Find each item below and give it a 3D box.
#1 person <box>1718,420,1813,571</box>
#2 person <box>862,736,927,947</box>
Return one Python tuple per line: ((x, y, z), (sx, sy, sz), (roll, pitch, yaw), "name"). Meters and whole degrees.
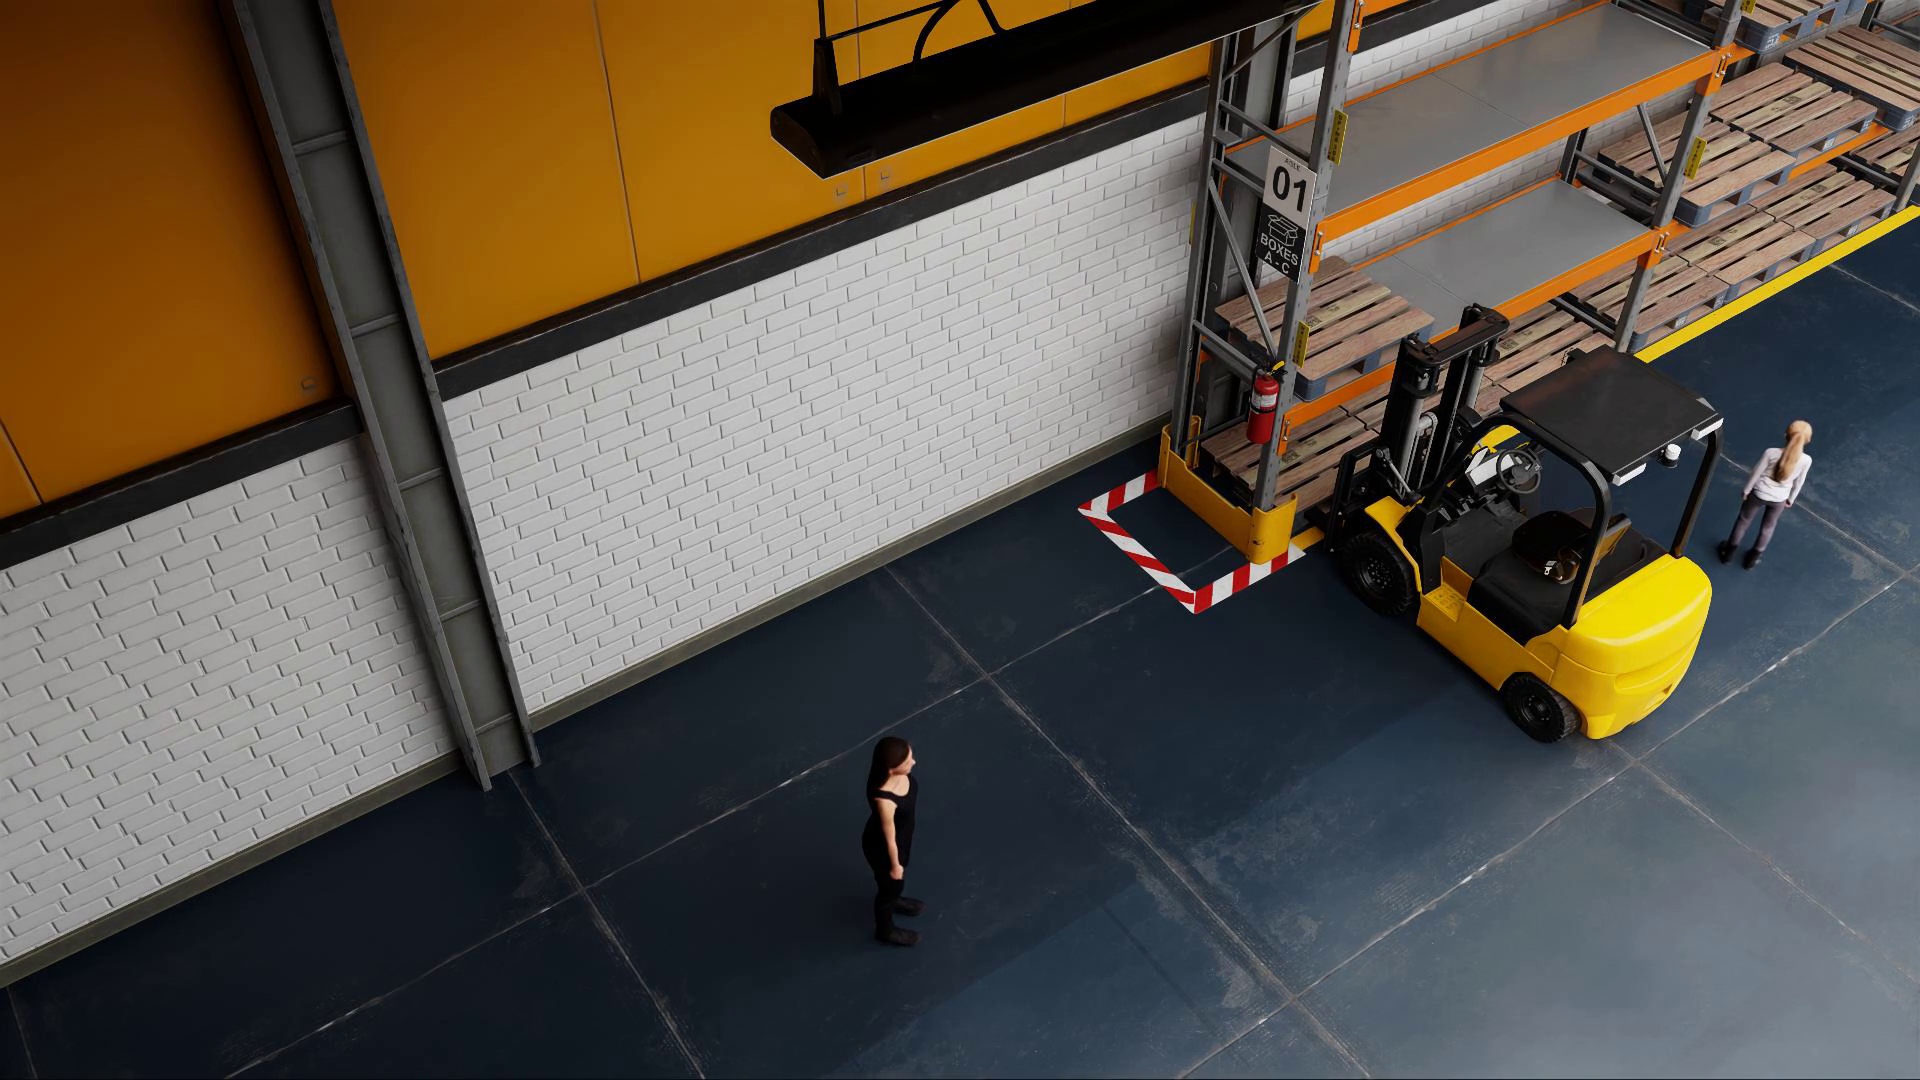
((5.654, -0.310, 11.620), (0.588, 1.277, 0.638), (12, 45, 13), "person")
((-0.383, 1.663, 9.252), (0.726, 1.688, 0.673), (5, 44, 5), "person")
